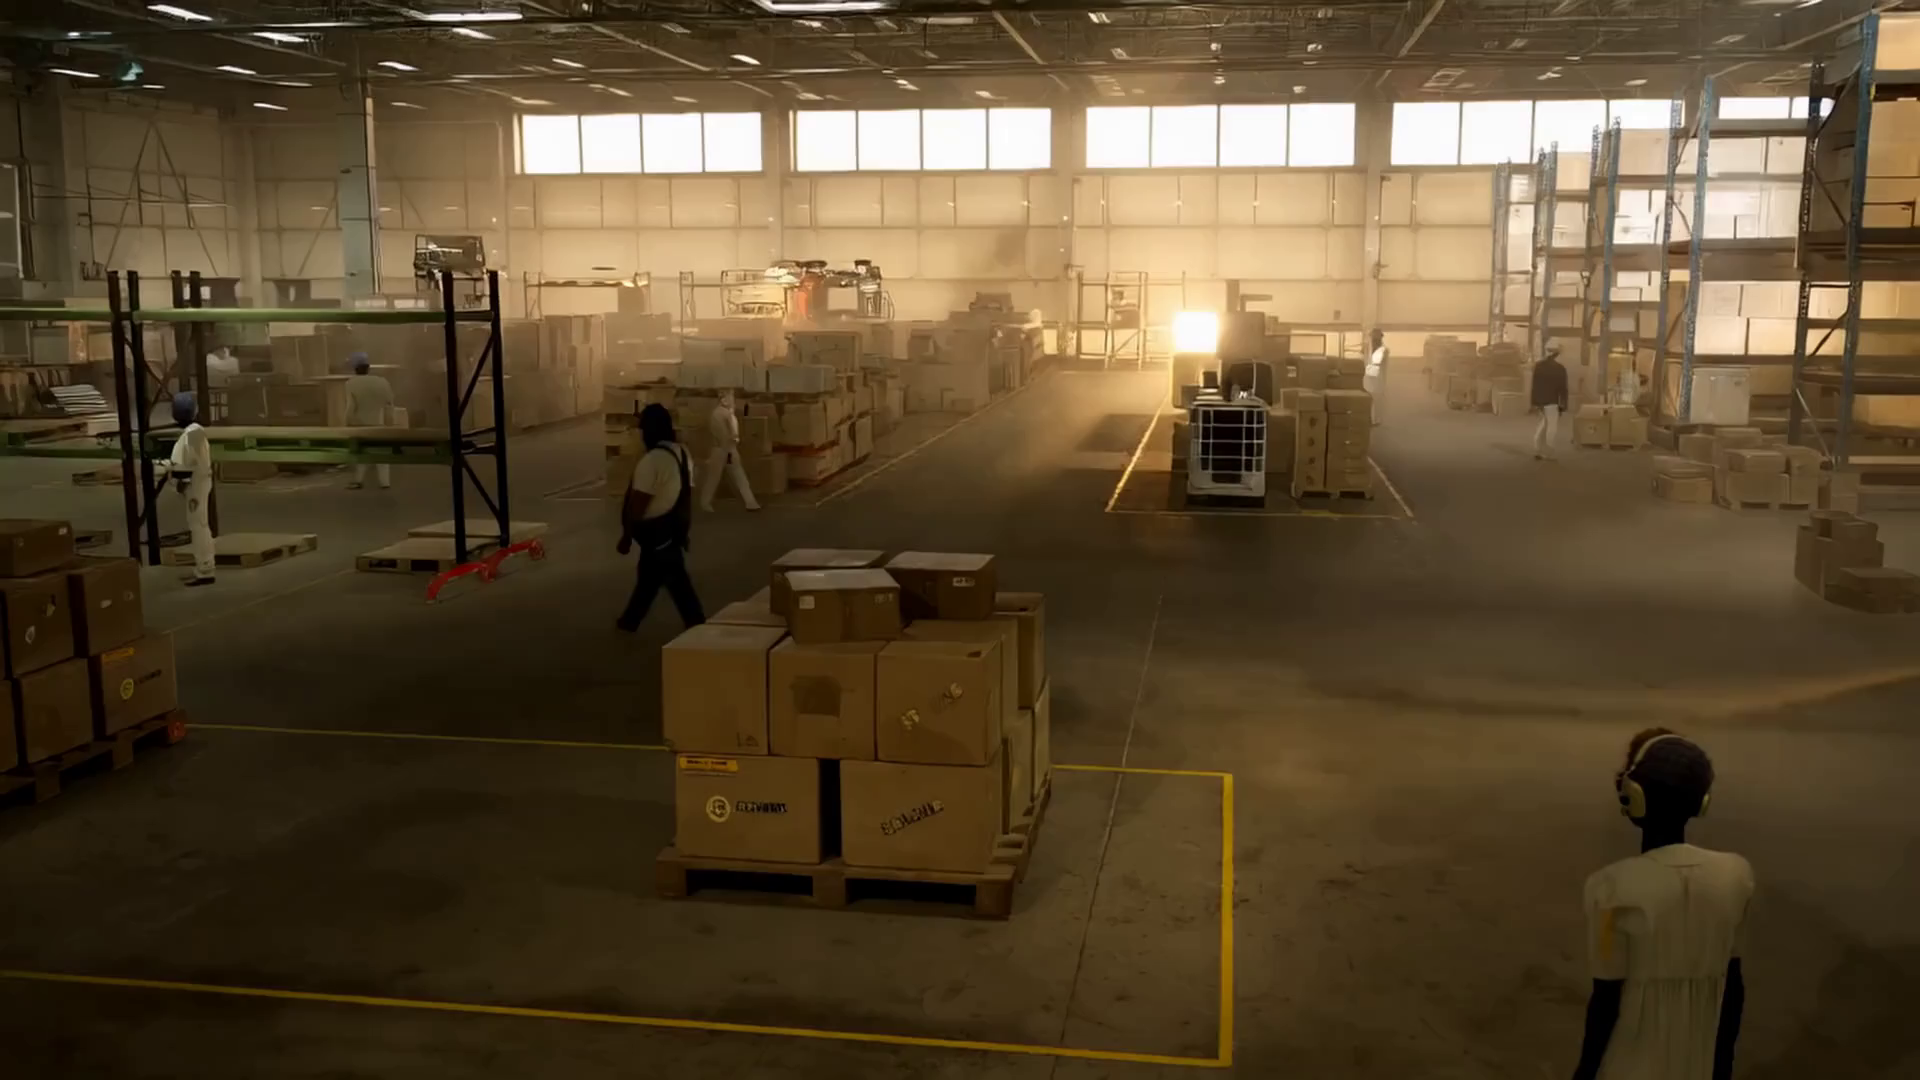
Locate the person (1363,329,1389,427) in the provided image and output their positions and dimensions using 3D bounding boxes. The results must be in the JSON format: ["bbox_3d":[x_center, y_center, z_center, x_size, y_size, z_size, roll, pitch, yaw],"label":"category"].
[{"bbox_3d":[8.076,-3.141,32.281,0.397,1.911,0.587,-5,10,-27],"label":"person"}]

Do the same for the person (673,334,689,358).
[{"bbox_3d":[-6.194,-3.765,36.969,0.538,1.624,0.429,5,11,29],"label":"person"}]

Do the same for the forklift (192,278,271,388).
[{"bbox_3d":[-18.704,-5.313,42.681,1.873,2.768,1.129,-3,10,-17],"label":"forklift"}]

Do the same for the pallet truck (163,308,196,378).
[{"bbox_3d":[-21.869,-5.598,47.154,0.823,1.965,1.885,4,10,26],"label":"pallet truck"}]

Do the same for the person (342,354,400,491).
[{"bbox_3d":[-8.103,-1.607,22.872,0.743,1.902,0.504,-2,9,-11],"label":"person"}]

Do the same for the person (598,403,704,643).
[{"bbox_3d":[-2.446,-0.128,13.284,1.023,2.000,0.682,1,9,8],"label":"person"}]

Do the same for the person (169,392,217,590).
[{"bbox_3d":[-7.321,-0.469,15.862,0.355,1.887,0.573,-5,11,-30],"label":"person"}]

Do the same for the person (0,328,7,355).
[{"bbox_3d":[-22.580,-4.141,39.089,0.320,1.697,0.531,-1,9,-9],"label":"person"}]

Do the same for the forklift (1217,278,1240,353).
[{"bbox_3d":[7.086,-5.421,43.347,1.873,2.768,1.129,1,9,9],"label":"forklift"}]

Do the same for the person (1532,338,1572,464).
[{"bbox_3d":[9.266,-2.174,26.106,0.470,1.977,0.619,-3,10,-17],"label":"person"}]

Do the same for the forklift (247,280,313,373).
[{"bbox_3d":[-14.370,-4.231,36.009,1.873,2.768,1.129,1,9,8],"label":"forklift"}]

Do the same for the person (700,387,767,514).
[{"bbox_3d":[-2.871,-1.101,20.665,0.864,1.593,0.511,4,10,21],"label":"person"}]

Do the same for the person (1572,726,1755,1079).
[{"bbox_3d":[1.797,1.409,4.336,0.534,1.868,0.309,-3,10,-18],"label":"person"}]

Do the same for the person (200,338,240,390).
[{"bbox_3d":[-12.285,-2.396,27.640,0.700,1.912,0.567,-6,11,-33],"label":"person"}]

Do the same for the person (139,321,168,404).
[{"bbox_3d":[-18.360,-4.058,37.885,0.627,1.930,0.362,1,9,7],"label":"person"}]

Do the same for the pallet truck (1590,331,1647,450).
[{"bbox_3d":[11.253,-2.573,28.499,0.823,1.965,1.885,5,10,27],"label":"pallet truck"}]

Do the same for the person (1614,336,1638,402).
[{"bbox_3d":[12.897,-3.080,32.260,0.430,1.794,0.705,3,10,16],"label":"person"}]
